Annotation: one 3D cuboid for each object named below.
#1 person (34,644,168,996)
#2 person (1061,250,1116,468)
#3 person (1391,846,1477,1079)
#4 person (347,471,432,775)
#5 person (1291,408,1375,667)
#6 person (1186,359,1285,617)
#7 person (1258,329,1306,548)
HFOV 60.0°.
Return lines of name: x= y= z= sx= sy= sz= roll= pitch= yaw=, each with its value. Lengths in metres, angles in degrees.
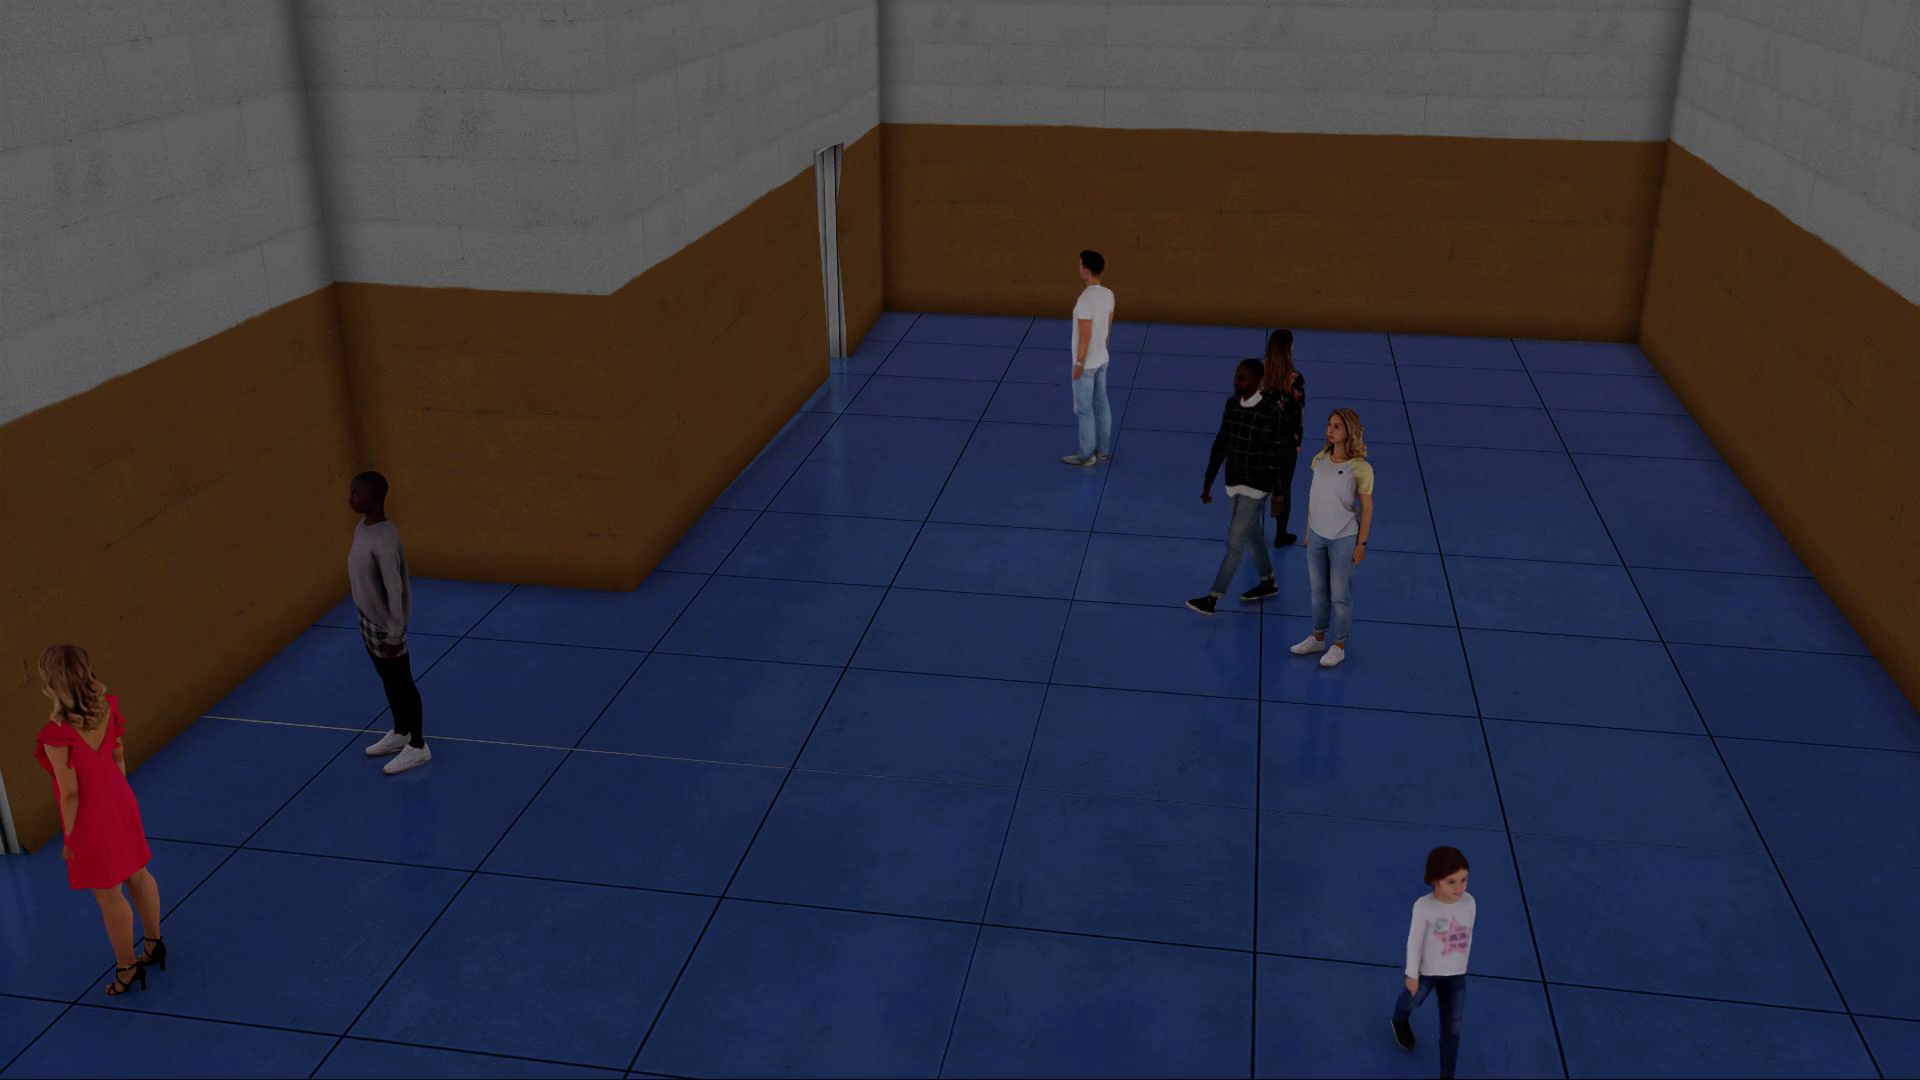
person: x=-3.856 y=1.247 z=7.482 sx=0.545 sy=1.729 sz=0.573 roll=5 pitch=22 yaw=13
person: x=1.124 y=-1.557 z=14.282 sx=0.712 sy=1.862 sz=0.748 roll=15 pitch=26 yaw=32
person: x=1.995 y=1.768 z=7.046 sx=0.792 sy=1.087 sz=0.662 roll=-3 pitch=22 yaw=-8
person: x=-3.241 y=0.450 z=9.409 sx=0.757 sy=1.772 sz=0.686 roll=-16 pitch=27 yaw=-35
person: x=2.399 y=-0.020 z=10.626 sx=0.765 sy=1.722 sz=0.687 roll=-17 pitch=27 yaw=-36
person: x=2.057 y=-0.367 z=11.433 sx=1.248 sy=1.778 sz=1.164 roll=-13 pitch=26 yaw=-30
person: x=2.379 y=-0.774 z=12.574 sx=0.578 sy=1.683 sz=0.699 roll=14 pitch=26 yaw=32
